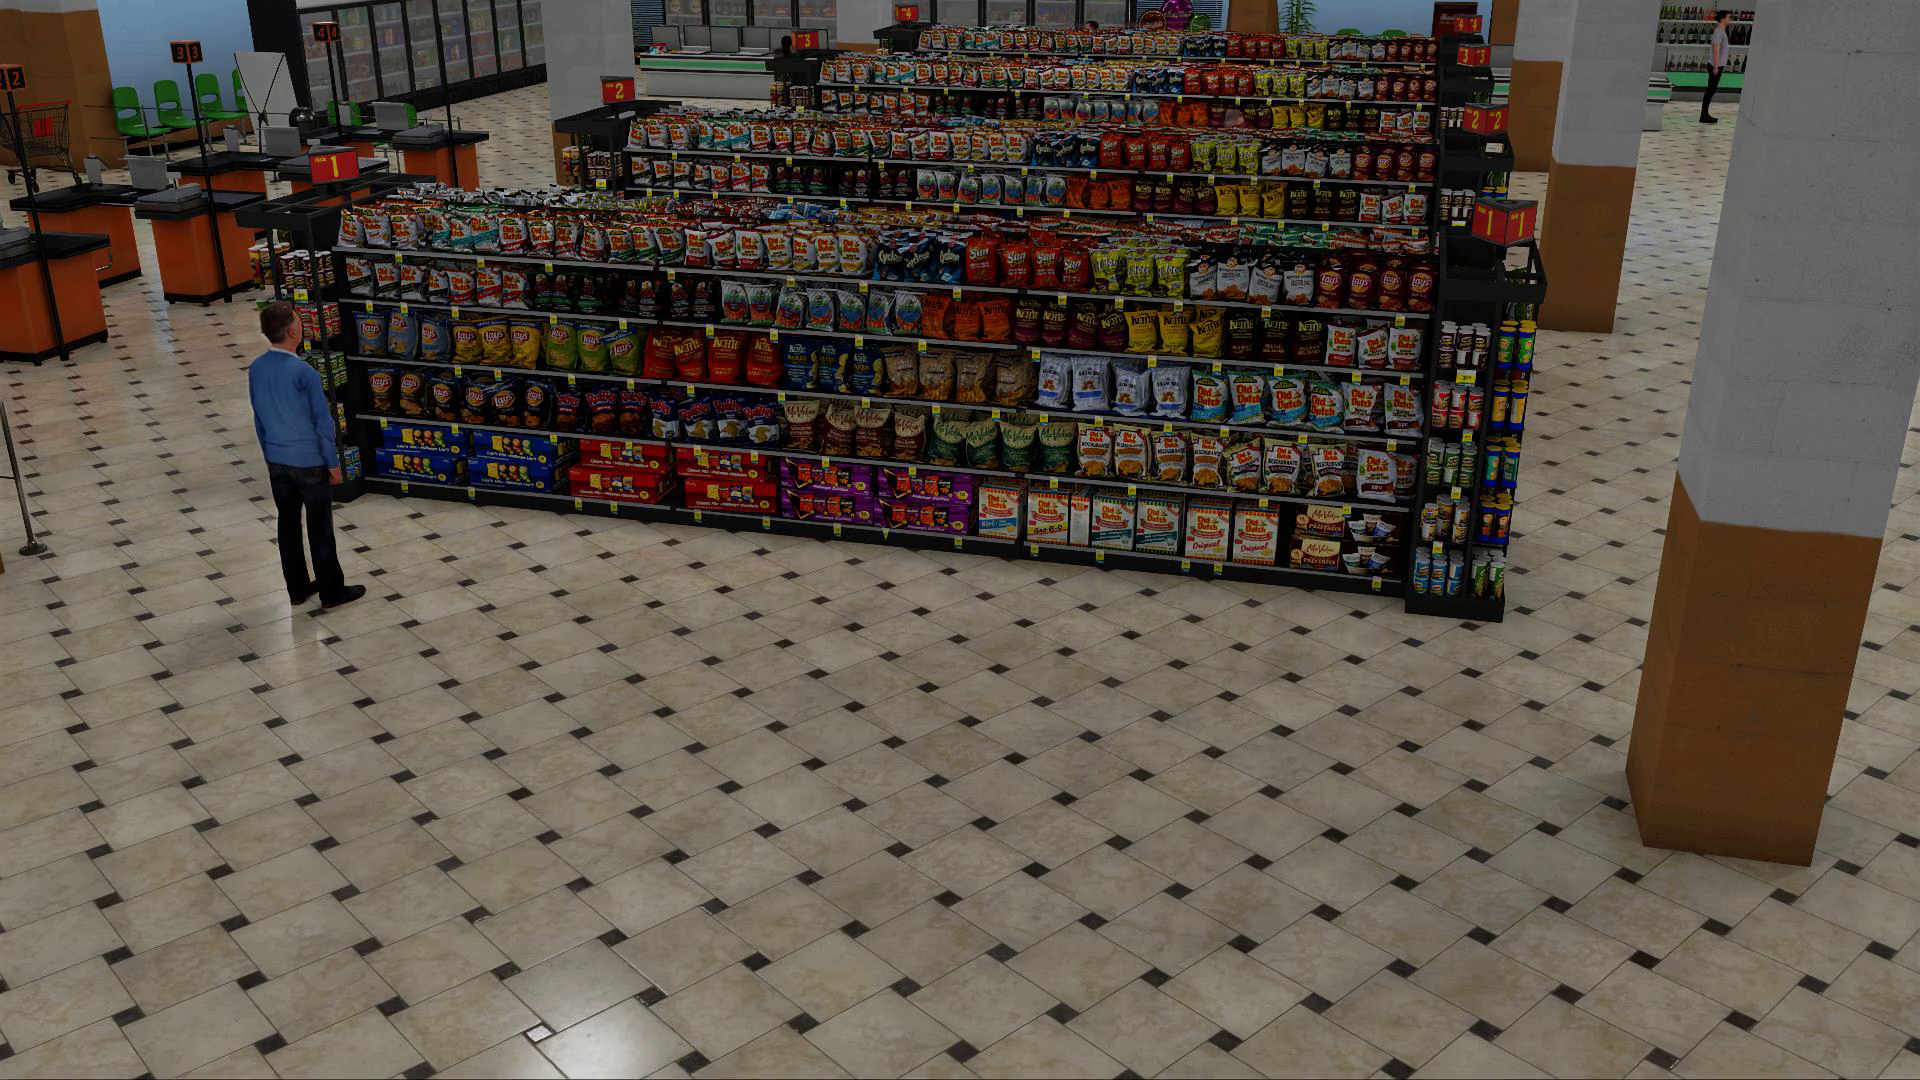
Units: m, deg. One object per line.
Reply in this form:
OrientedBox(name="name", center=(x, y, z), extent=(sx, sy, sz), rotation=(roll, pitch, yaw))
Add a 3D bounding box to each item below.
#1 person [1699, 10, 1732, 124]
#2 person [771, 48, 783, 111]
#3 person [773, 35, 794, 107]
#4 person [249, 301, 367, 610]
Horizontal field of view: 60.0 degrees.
OrientedBox(name="person", center=(13.047, -8.183, 28.734), extent=(0.606, 1.863, 0.706), rotation=(10, 24, 23))
OrientedBox(name="person", center=(-2.822, -7.232, 26.977), extent=(0.984, 1.409, 0.814), rotation=(14, 26, 30))
OrientedBox(name="person", center=(-2.718, -7.130, 26.363), extent=(0.607, 1.678, 0.738), rotation=(0, 22, -1))
OrientedBox(name="person", center=(-3.845, -0.491, 9.654), extent=(0.521, 1.817, 0.737), rotation=(8, 23, 19))
